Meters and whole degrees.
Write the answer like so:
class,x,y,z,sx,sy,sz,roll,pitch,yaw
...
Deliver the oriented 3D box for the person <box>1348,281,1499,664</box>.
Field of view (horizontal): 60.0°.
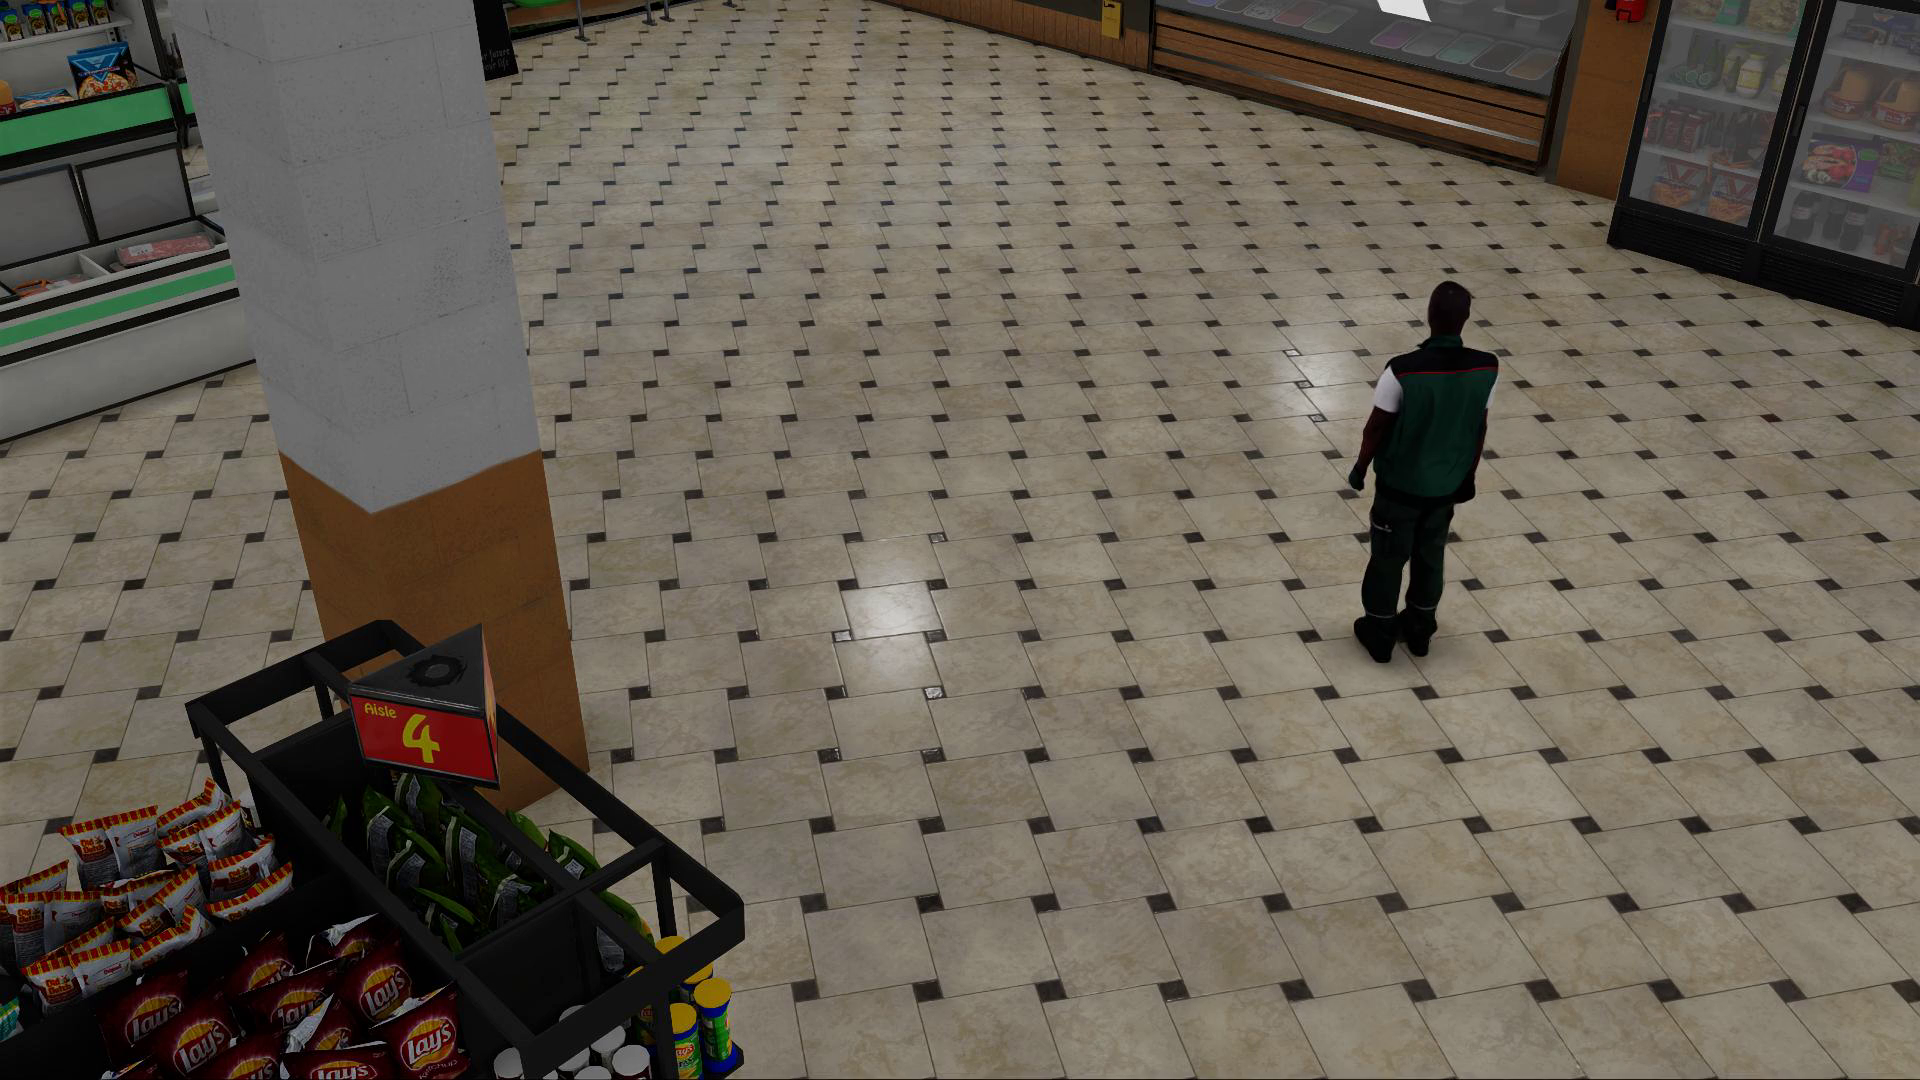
class,x,y,z,sx,sy,sz,roll,pitch,yaw
person,1.997,-0.245,7.249,0.798,1.831,0.883,-5,32,-8
